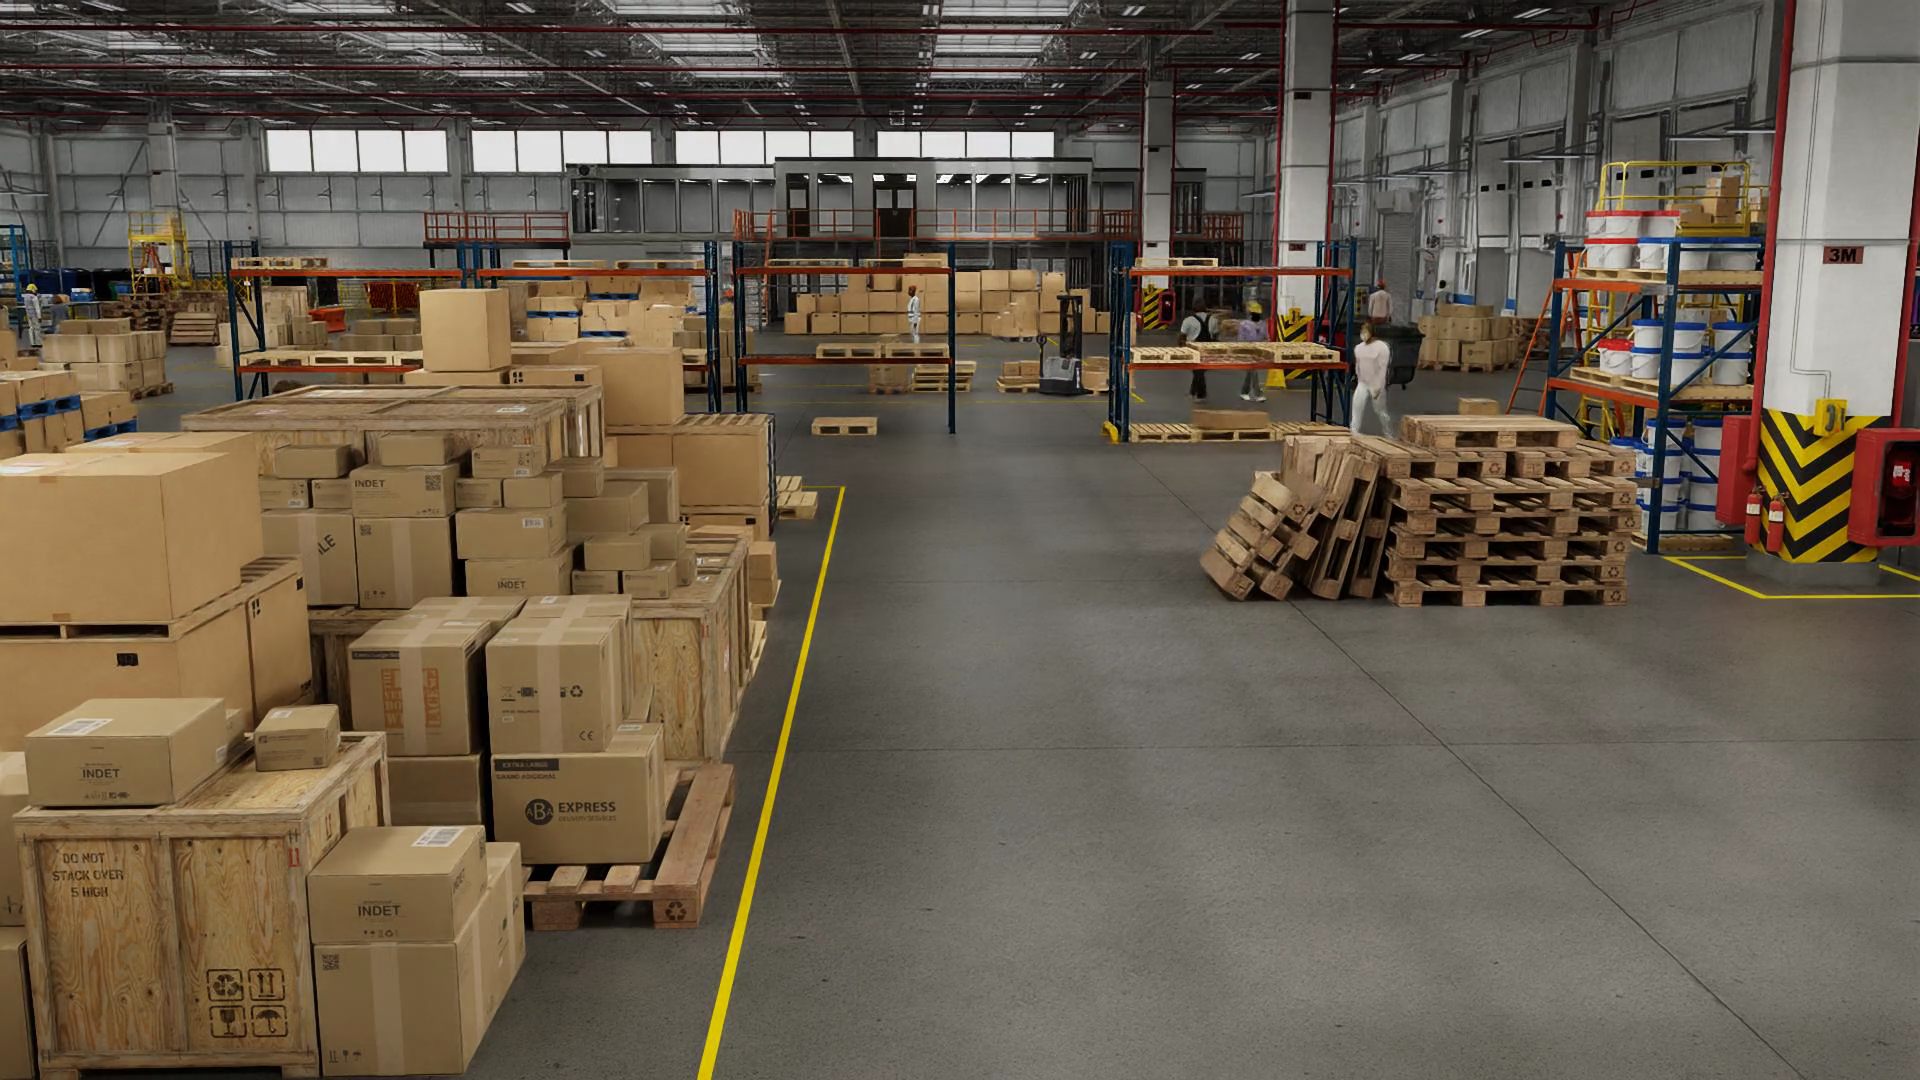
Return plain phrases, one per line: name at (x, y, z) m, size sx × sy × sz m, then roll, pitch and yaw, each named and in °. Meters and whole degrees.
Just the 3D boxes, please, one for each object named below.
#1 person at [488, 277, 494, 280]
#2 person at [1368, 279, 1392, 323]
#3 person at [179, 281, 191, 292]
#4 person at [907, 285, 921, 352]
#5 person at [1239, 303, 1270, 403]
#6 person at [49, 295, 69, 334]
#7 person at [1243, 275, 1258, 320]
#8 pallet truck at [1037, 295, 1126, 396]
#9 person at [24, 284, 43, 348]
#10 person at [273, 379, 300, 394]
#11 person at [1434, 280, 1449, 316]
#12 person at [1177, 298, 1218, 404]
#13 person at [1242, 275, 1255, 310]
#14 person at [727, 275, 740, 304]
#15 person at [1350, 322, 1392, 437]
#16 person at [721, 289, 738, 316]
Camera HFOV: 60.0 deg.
person at (-16.323, -8.216, 57.694) m, size 0.988 × 1.846 × 0.572 m, roll 6°, pitch 12°, yaw 28°
person at (11.764, -6.300, 46.582) m, size 0.636 × 1.973 × 0.470 m, roll 2°, pitch 10°, yaw 13°
person at (-25.644, -7.705, 55.092) m, size 0.507 × 1.728 × 0.467 m, roll 0°, pitch 10°, yaw 0°
person at (-1.230, -5.832, 44.282) m, size 0.351 × 1.878 × 0.568 m, roll -3°, pitch 11°, yaw -17°
person at (5.592, -3.543, 31.530) m, size 0.604 × 1.873 × 1.012 m, roll -4°, pitch 11°, yaw -23°
person at (-24.217, -5.789, 44.765) m, size 0.706 × 1.603 × 0.543 m, roll 8°, pitch 13°, yaw 39°
person at (9.804, -8.019, 56.248) m, size 0.616 × 1.946 × 0.392 m, roll -8°, pitch 13°, yaw -36°
pallet truck at (2.483, -3.881, 33.060) m, size 1.885 × 1.965 × 0.823 m, roll -7°, pitch 13°, yaw -36°
person at (-26.438, -6.398, 47.530) m, size 0.592 × 1.837 × 0.404 m, roll 6°, pitch 12°, yaw 30°
person at (-5.926, -0.538, 14.941) m, size 0.642 × 1.826 × 0.486 m, roll 6°, pitch 12°, yaw 30°
person at (15.103, -7.226, 52.214) m, size 0.542 × 1.814 × 0.990 m, roll -1°, pitch 10°, yaw -6°
person at (4.469, -3.609, 31.424) m, size 0.699 × 2.000 × 1.054 m, roll -4°, pitch 11°, yaw -21°
person at (12.791, -11.154, 74.100) m, size 0.627 × 1.806 × 0.859 m, roll -4°, pitch 11°, yaw -20°
person at (-7.936, -8.385, 58.466) m, size 0.821 × 1.891 × 0.595 m, roll 8°, pitch 13°, yaw 39°
person at (5.958, -2.206, 24.080) m, size 1.018 × 1.892 × 0.638 m, roll -9°, pitch 13°, yaw -40°
person at (-5.360, -4.950, 39.209) m, size 0.567 × 1.926 × 0.400 m, roll 5°, pitch 12°, yaw 28°
